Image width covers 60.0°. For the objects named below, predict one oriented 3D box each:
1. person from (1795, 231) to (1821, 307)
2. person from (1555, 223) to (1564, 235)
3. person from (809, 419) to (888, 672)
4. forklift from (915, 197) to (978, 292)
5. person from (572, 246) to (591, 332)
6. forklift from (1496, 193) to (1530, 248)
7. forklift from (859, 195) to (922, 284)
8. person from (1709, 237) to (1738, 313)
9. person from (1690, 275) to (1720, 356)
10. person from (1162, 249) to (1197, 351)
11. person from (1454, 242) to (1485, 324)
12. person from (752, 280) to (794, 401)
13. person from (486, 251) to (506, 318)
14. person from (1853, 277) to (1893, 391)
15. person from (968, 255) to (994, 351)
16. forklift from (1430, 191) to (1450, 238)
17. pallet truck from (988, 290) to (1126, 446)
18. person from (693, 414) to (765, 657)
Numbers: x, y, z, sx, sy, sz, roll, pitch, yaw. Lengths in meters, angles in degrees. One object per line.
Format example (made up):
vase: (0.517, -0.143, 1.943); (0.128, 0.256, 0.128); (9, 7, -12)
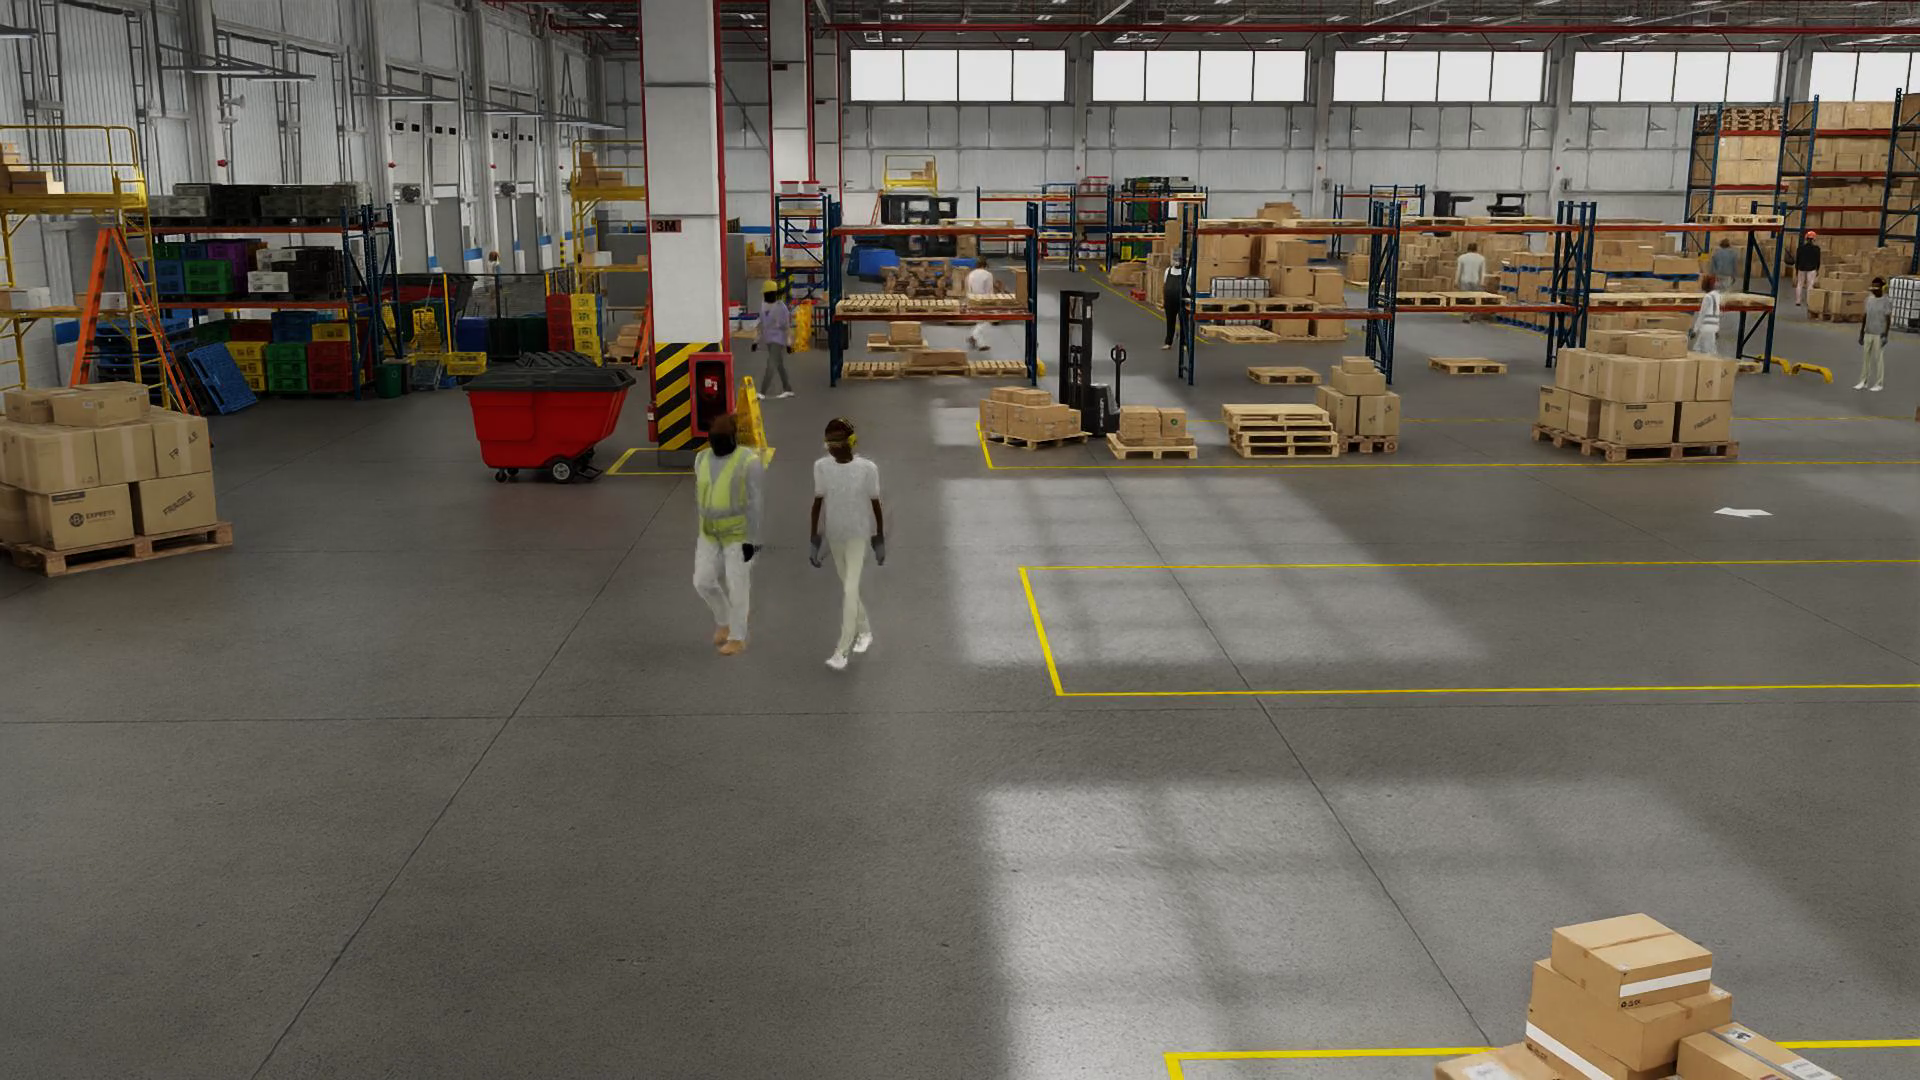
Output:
person: (22.516, -7.187, 44.185); (0.612, 1.995, 0.376); (11, 16, 40)
person: (19.931, -9.558, 55.176); (0.556, 1.885, 1.017); (3, 13, 13)
person: (-0.824, 0.018, 12.096); (0.524, 1.807, 0.997); (4, 13, 18)
forklift: (-0.460, -8.527, 48.220); (1.873, 2.768, 1.129); (12, 17, 43)
person: (-8.446, -5.589, 37.124); (0.382, 1.924, 0.594); (-5, 13, -21)
forklift: (18.714, -10.404, 56.696); (1.129, 2.768, 1.873); (8, 15, 32)
forklift: (-2.239, -9.685, 53.448); (1.873, 2.768, 1.129); (-7, 14, -29)
person: (19.177, -6.638, 41.853); (0.649, 1.929, 0.443); (4, 13, 16)
person: (12.601, -3.580, 28.276); (1.016, 1.821, 0.593); (9, 15, 35)
person: (4.352, -4.805, 33.326); (0.690, 2.000, 0.538); (7, 14, 29)
person: (12.099, -6.124, 39.588); (0.654, 1.911, 0.793); (0, 12, -1)
person: (-2.980, -3.126, 26.112); (0.995, 1.873, 0.592); (-12, 17, -43)
person: (-11.441, -6.266, 40.865); (0.523, 1.632, 0.313); (11, 16, 40)
person: (14.998, -3.371, 27.277); (0.327, 1.860, 0.507); (-6, 14, -24)
person: (0.395, -4.696, 33.109); (0.568, 1.919, 0.642); (-11, 17, -41)
forklift: (18.097, -11.759, 62.815); (1.873, 2.768, 1.129); (0, 12, -2)
pallet truck: (1.257, -2.299, 22.111); (1.885, 1.965, 0.823); (-9, 15, -35)
person: (-1.727, -0.035, 12.317); (0.625, 1.817, 0.443); (7, 14, 27)
